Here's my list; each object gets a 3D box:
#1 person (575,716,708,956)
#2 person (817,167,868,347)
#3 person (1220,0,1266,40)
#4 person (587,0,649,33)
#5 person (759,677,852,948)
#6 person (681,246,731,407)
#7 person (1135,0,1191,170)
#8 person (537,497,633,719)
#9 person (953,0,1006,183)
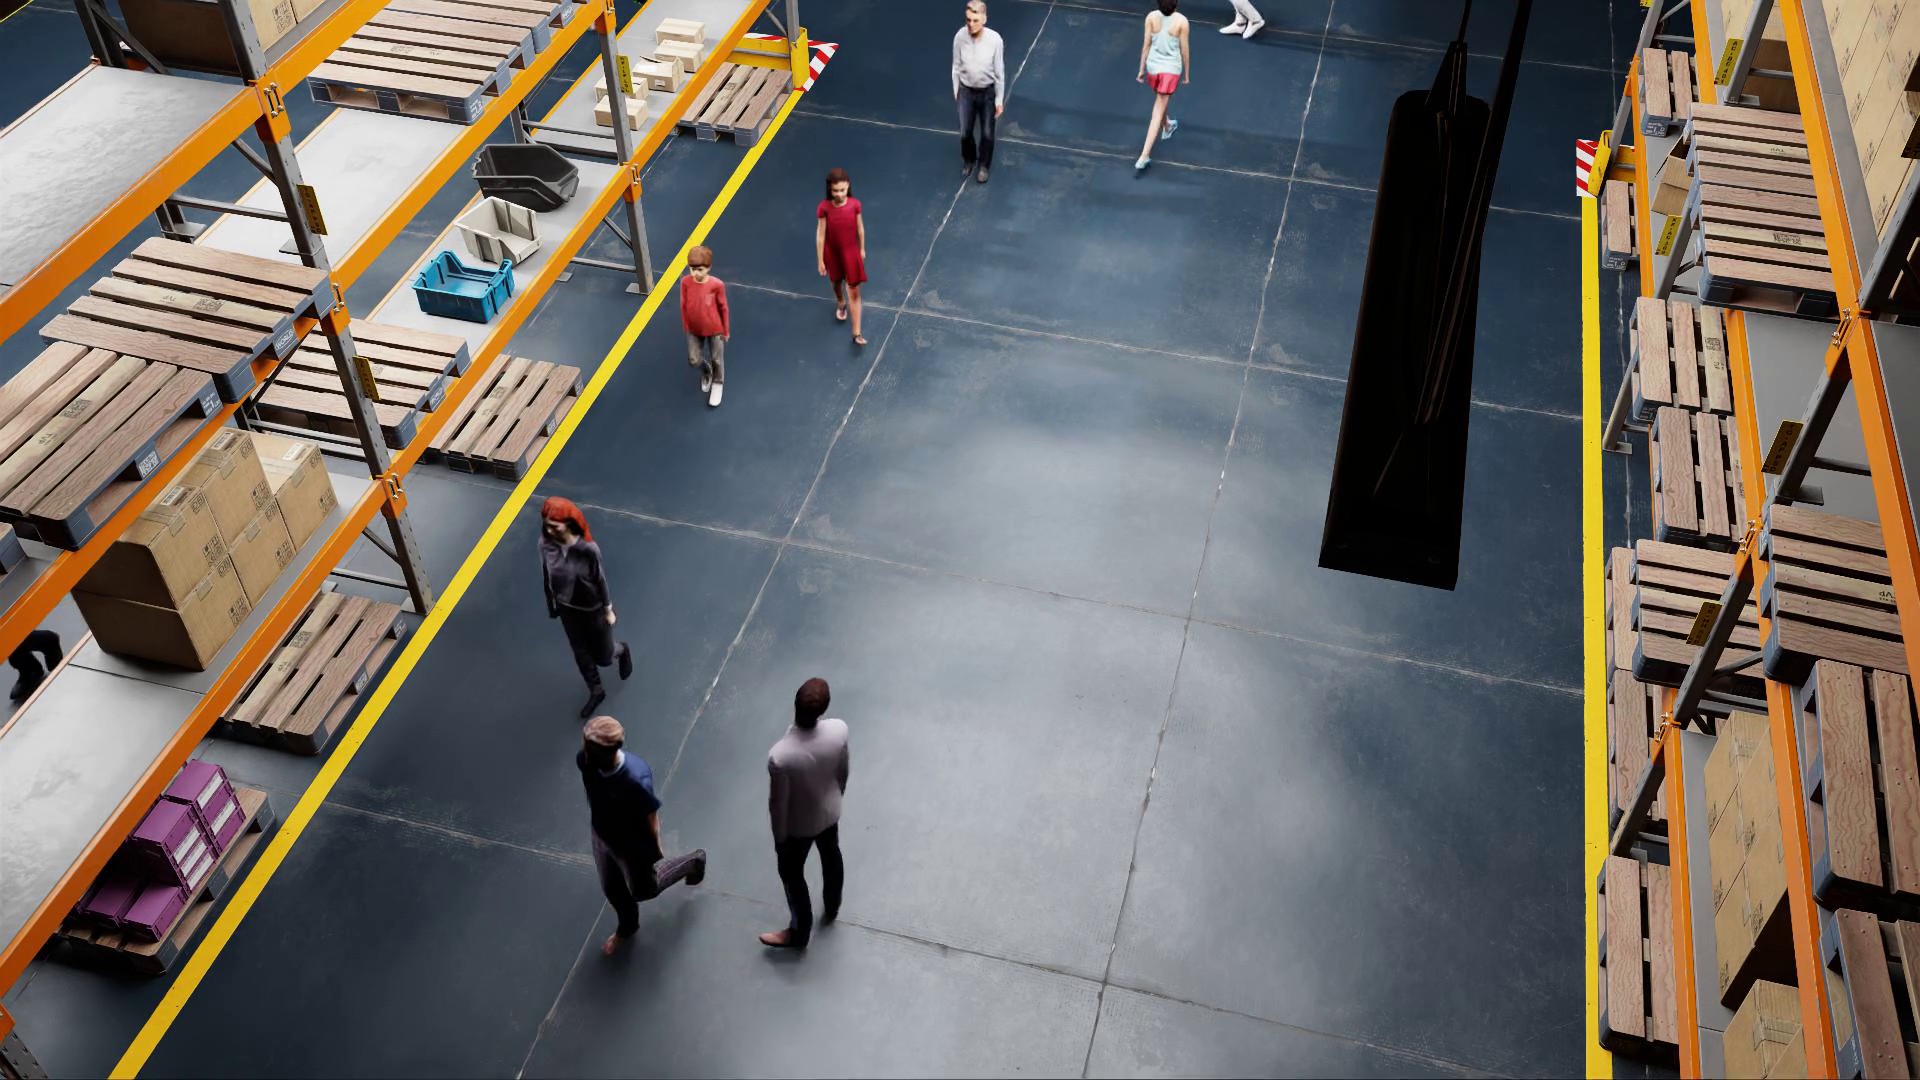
[{"bbox_3d":[-1.808,1.572,9.264,0.868,1.846,1.067,26,49,24],"label":"person"},{"bbox_3d":[-0.983,-2.406,13.681,0.849,1.513,1.109,-7,44,-7],"label":"person"},{"bbox_3d":[3.000,-6.058,17.305,0.873,1.801,0.746,1,44,1],"label":"person"},{"bbox_3d":[-3.620,-6.113,17.516,0.890,1.589,1.079,-1,44,-2],"label":"person"},{"bbox_3d":[-0.842,1.572,9.293,1.021,1.804,0.874,29,51,27],"label":"person"},{"bbox_3d":[-1.983,-1.718,13.031,0.579,1.413,0.611,4,44,4],"label":"person"},{"bbox_3d":[1.873,-4.294,15.513,0.773,1.718,1.262,18,47,18],"label":"person"},{"bbox_3d":[-2.368,0.371,10.582,0.605,1.766,0.736,11,45,11],"label":"person"},{"bbox_3d":[0.197,-4.171,15.323,0.680,1.803,0.632,7,44,8],"label":"person"}]
